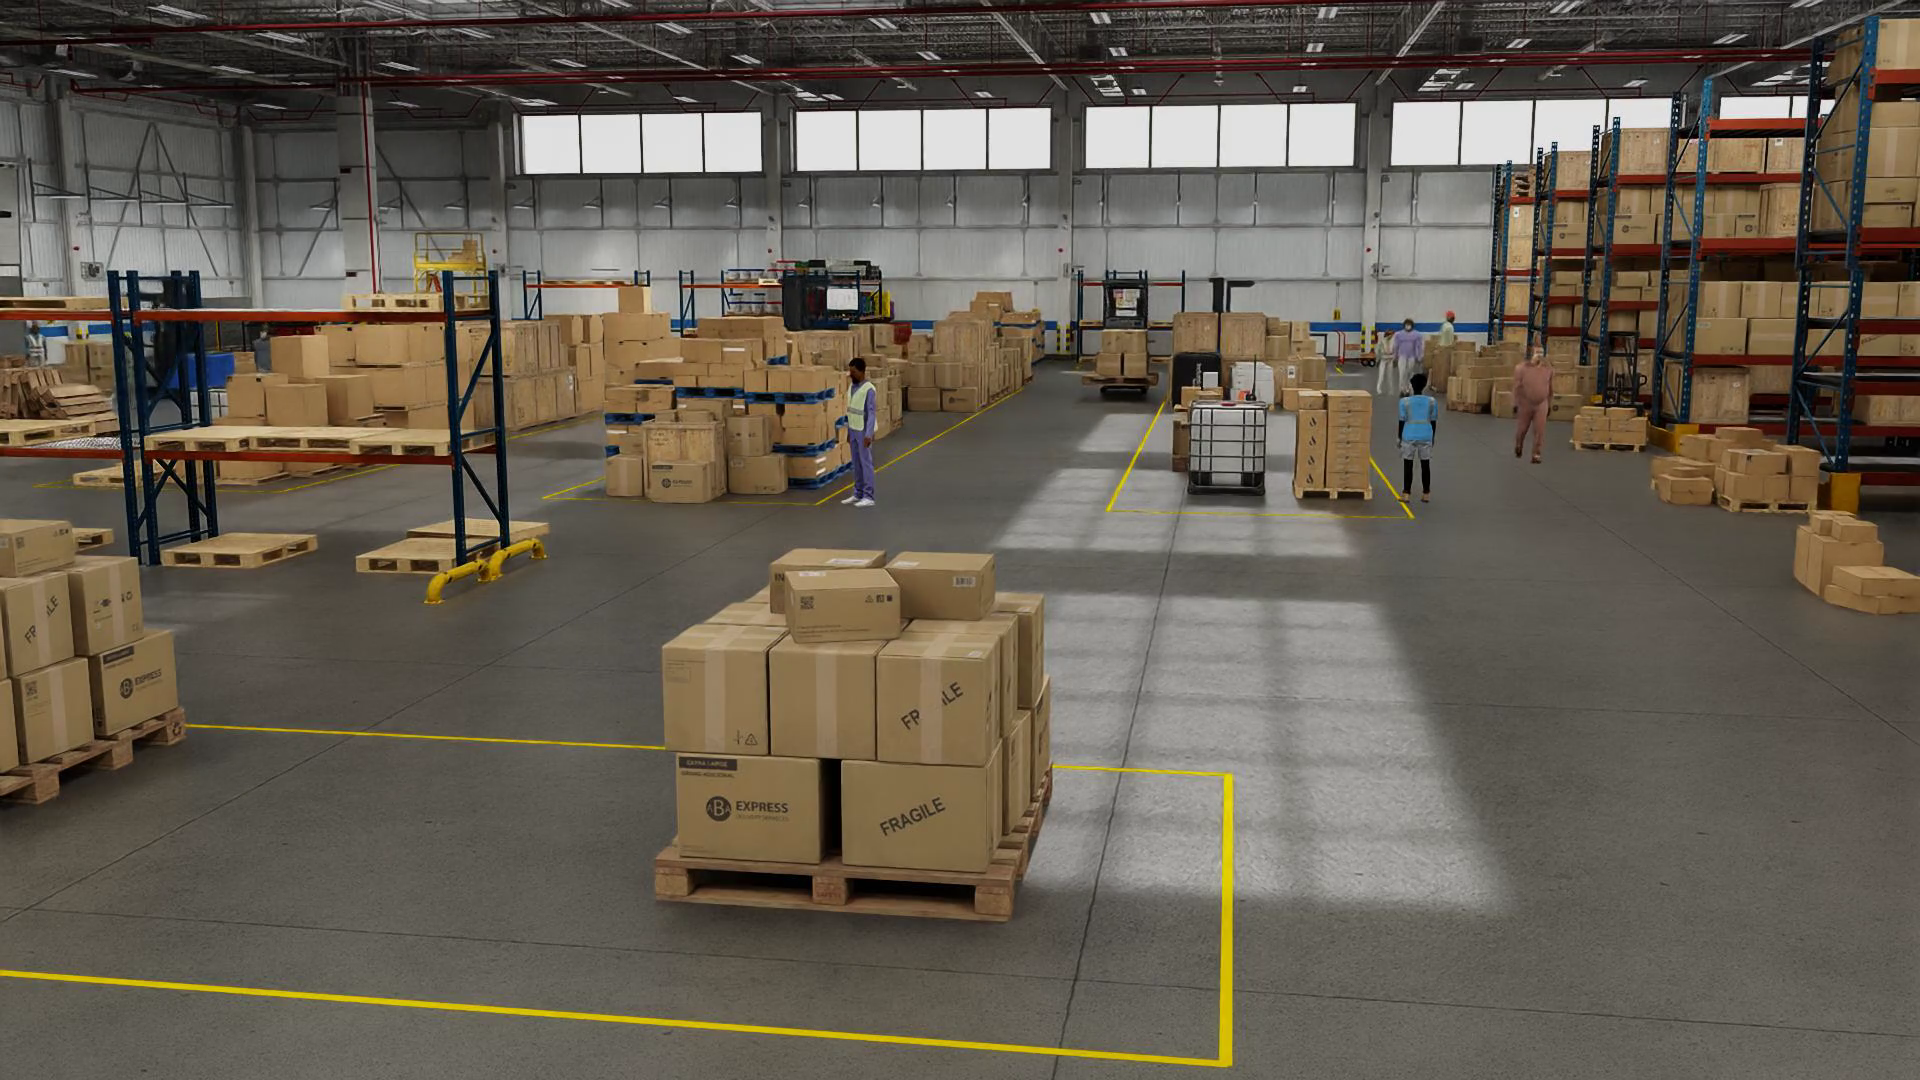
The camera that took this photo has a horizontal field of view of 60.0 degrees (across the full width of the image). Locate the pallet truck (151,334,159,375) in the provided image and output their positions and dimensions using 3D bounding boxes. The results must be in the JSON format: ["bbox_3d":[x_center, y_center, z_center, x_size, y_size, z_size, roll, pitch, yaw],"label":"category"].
[{"bbox_3d":[-21.869,-5.598,47.154,0.823,1.965,1.885,4,10,26],"label":"pallet truck"}]

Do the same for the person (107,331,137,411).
[{"bbox_3d":[-18.002,-3.626,35.812,0.651,1.725,0.497,-3,10,-16],"label":"person"}]

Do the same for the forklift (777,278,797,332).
[{"bbox_3d":[-4.385,-5.292,42.555,1.873,2.768,1.129,-2,9,-10],"label":"forklift"}]

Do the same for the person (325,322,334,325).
[{"bbox_3d":[-16.069,-4.802,42.577,0.629,1.907,0.905,-1,9,-5],"label":"person"}]

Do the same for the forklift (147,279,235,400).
[{"bbox_3d":[-18.069,-4.680,38.781,1.873,2.768,1.129,1,9,9],"label":"forklift"}]

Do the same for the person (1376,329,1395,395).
[{"bbox_3d":[10.386,-4.346,40.629,0.592,1.616,0.554,-2,9,-14],"label":"person"}]

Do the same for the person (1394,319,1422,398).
[{"bbox_3d":[10.666,-4.317,39.608,0.650,1.886,1.015,2,10,15],"label":"person"}]

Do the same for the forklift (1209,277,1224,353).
[{"bbox_3d":[7.469,-6.243,48.419,1.873,2.768,1.129,1,9,9],"label":"forklift"}]

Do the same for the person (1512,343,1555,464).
[{"bbox_3d":[9.058,-2.164,26.286,0.659,1.892,0.619,1,9,5],"label":"person"}]

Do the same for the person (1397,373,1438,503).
[{"bbox_3d":[5.962,-1.323,21.716,0.532,1.696,0.319,0,9,-1],"label":"person"}]

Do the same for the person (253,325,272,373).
[{"bbox_3d":[-14.701,-3.631,35.398,0.642,1.889,1.065,0,9,2],"label":"person"}]

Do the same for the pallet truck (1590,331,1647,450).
[{"bbox_3d":[11.253,-2.573,28.499,0.823,1.965,1.885,5,10,27],"label":"pallet truck"}]

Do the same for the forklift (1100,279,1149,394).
[{"bbox_3d":[4.113,-5.078,41.234,1.129,2.768,1.873,1,9,8],"label":"forklift"}]

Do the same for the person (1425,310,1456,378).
[{"bbox_3d":[13.169,-5.264,45.249,0.978,1.959,0.622,-1,9,-3],"label":"person"}]

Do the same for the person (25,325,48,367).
[{"bbox_3d":[-24.328,-4.867,43.800,0.526,1.615,0.658,-8,12,-40],"label":"person"}]

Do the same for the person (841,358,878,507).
[{"bbox_3d":[-1.278,-1.394,21.479,0.392,1.916,0.592,-6,11,-32],"label":"person"}]
